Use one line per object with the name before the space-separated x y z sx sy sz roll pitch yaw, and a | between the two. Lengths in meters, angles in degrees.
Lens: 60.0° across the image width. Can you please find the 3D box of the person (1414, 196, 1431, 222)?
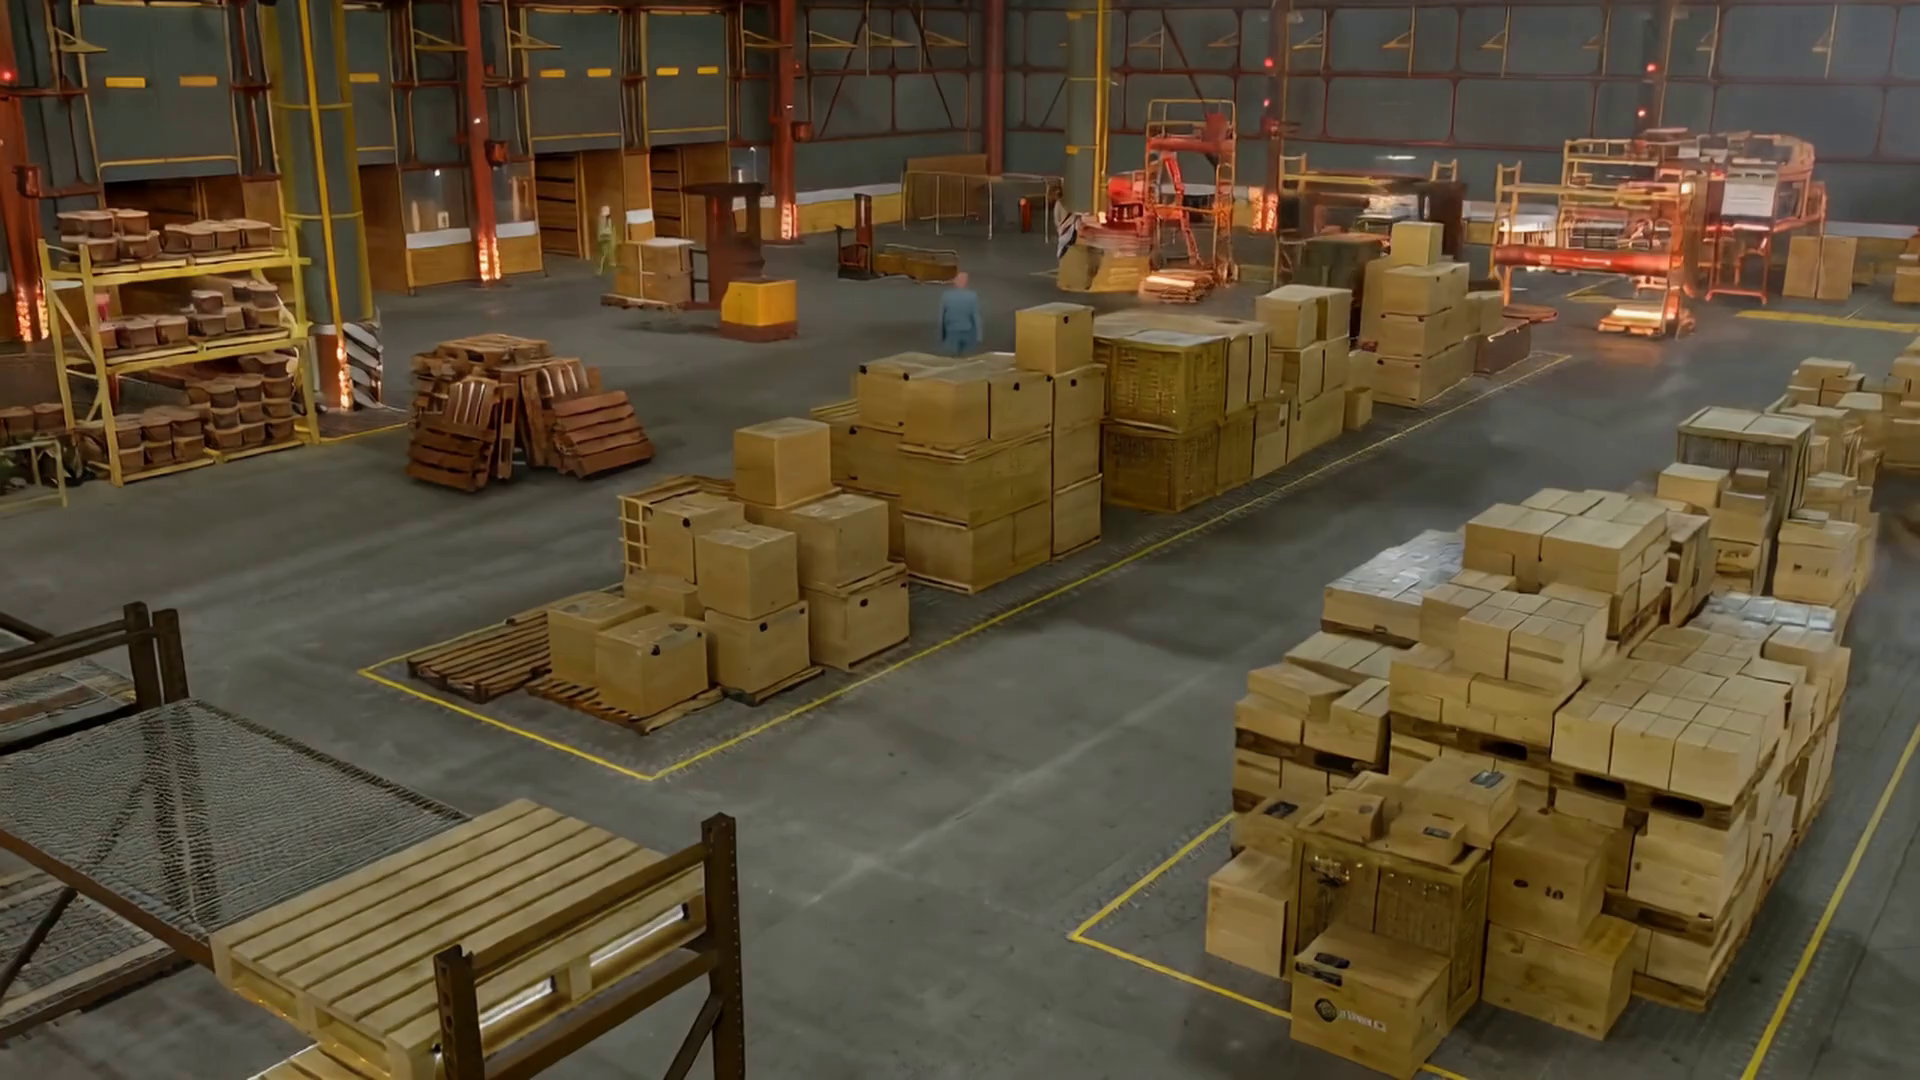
person | 11.784 -8.121 42.270 0.357 1.938 0.542 -10 19 -30

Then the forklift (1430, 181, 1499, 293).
forklift | 9.159 -5.330 31.424 1.873 2.768 1.129 12 21 35

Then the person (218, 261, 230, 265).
person | -12.379 -3.844 28.200 0.584 1.884 0.349 15 22 40

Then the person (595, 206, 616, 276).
person | -8.413 -7.057 39.296 0.529 1.613 0.754 9 19 27

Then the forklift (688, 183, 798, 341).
forklift | -4.092 -5.262 31.198 1.873 2.768 1.129 12 21 35

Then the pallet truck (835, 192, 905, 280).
pallet truck | -1.936 -7.159 38.982 1.885 1.965 0.823 -12 21 -34

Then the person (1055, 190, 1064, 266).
person | 2.616 -7.678 40.803 0.636 1.939 0.364 12 21 35

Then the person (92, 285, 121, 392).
person | -13.502 -3.177 26.252 0.507 1.718 0.363 11 20 32

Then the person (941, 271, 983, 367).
person | 0.068 -3.344 26.525 0.646 1.890 1.003 7 18 22
